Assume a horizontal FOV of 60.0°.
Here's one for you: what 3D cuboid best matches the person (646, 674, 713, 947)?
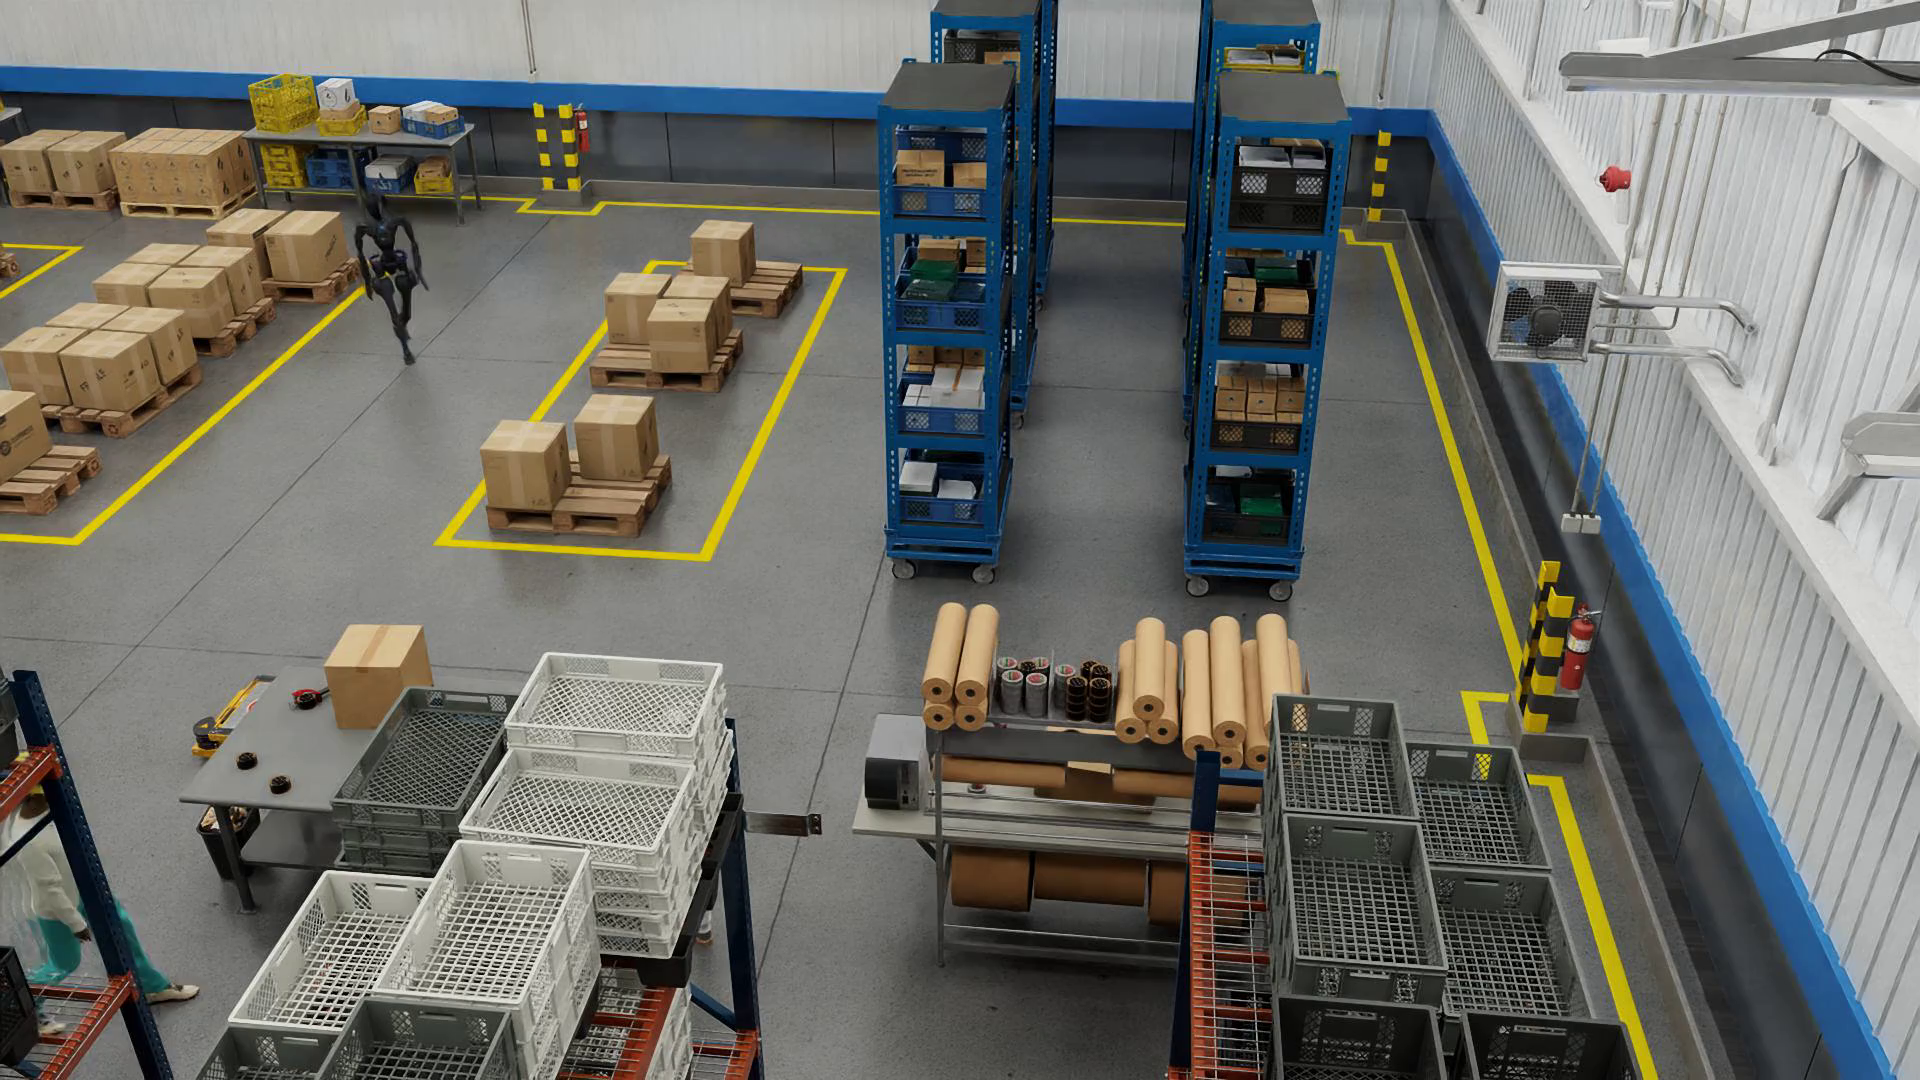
[{"bbox_3d":[-1.550,1.427,8.615,0.354,1.886,0.572,25,39,36],"label":"person"}]

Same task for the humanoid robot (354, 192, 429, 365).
[{"bbox_3d":[-5.359,-2.522,15.671,0.551,1.648,0.769,-17,34,-26],"label":"humanoid robot"}]

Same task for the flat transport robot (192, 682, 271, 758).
[{"bbox_3d":[-4.089,1.163,10.648,1.431,0.197,0.652,3,30,6],"label":"flat transport robot"}]

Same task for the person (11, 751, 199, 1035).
[{"bbox_3d":[-4.447,1.744,8.215,0.839,1.723,0.522,-5,31,-9],"label":"person"}]
